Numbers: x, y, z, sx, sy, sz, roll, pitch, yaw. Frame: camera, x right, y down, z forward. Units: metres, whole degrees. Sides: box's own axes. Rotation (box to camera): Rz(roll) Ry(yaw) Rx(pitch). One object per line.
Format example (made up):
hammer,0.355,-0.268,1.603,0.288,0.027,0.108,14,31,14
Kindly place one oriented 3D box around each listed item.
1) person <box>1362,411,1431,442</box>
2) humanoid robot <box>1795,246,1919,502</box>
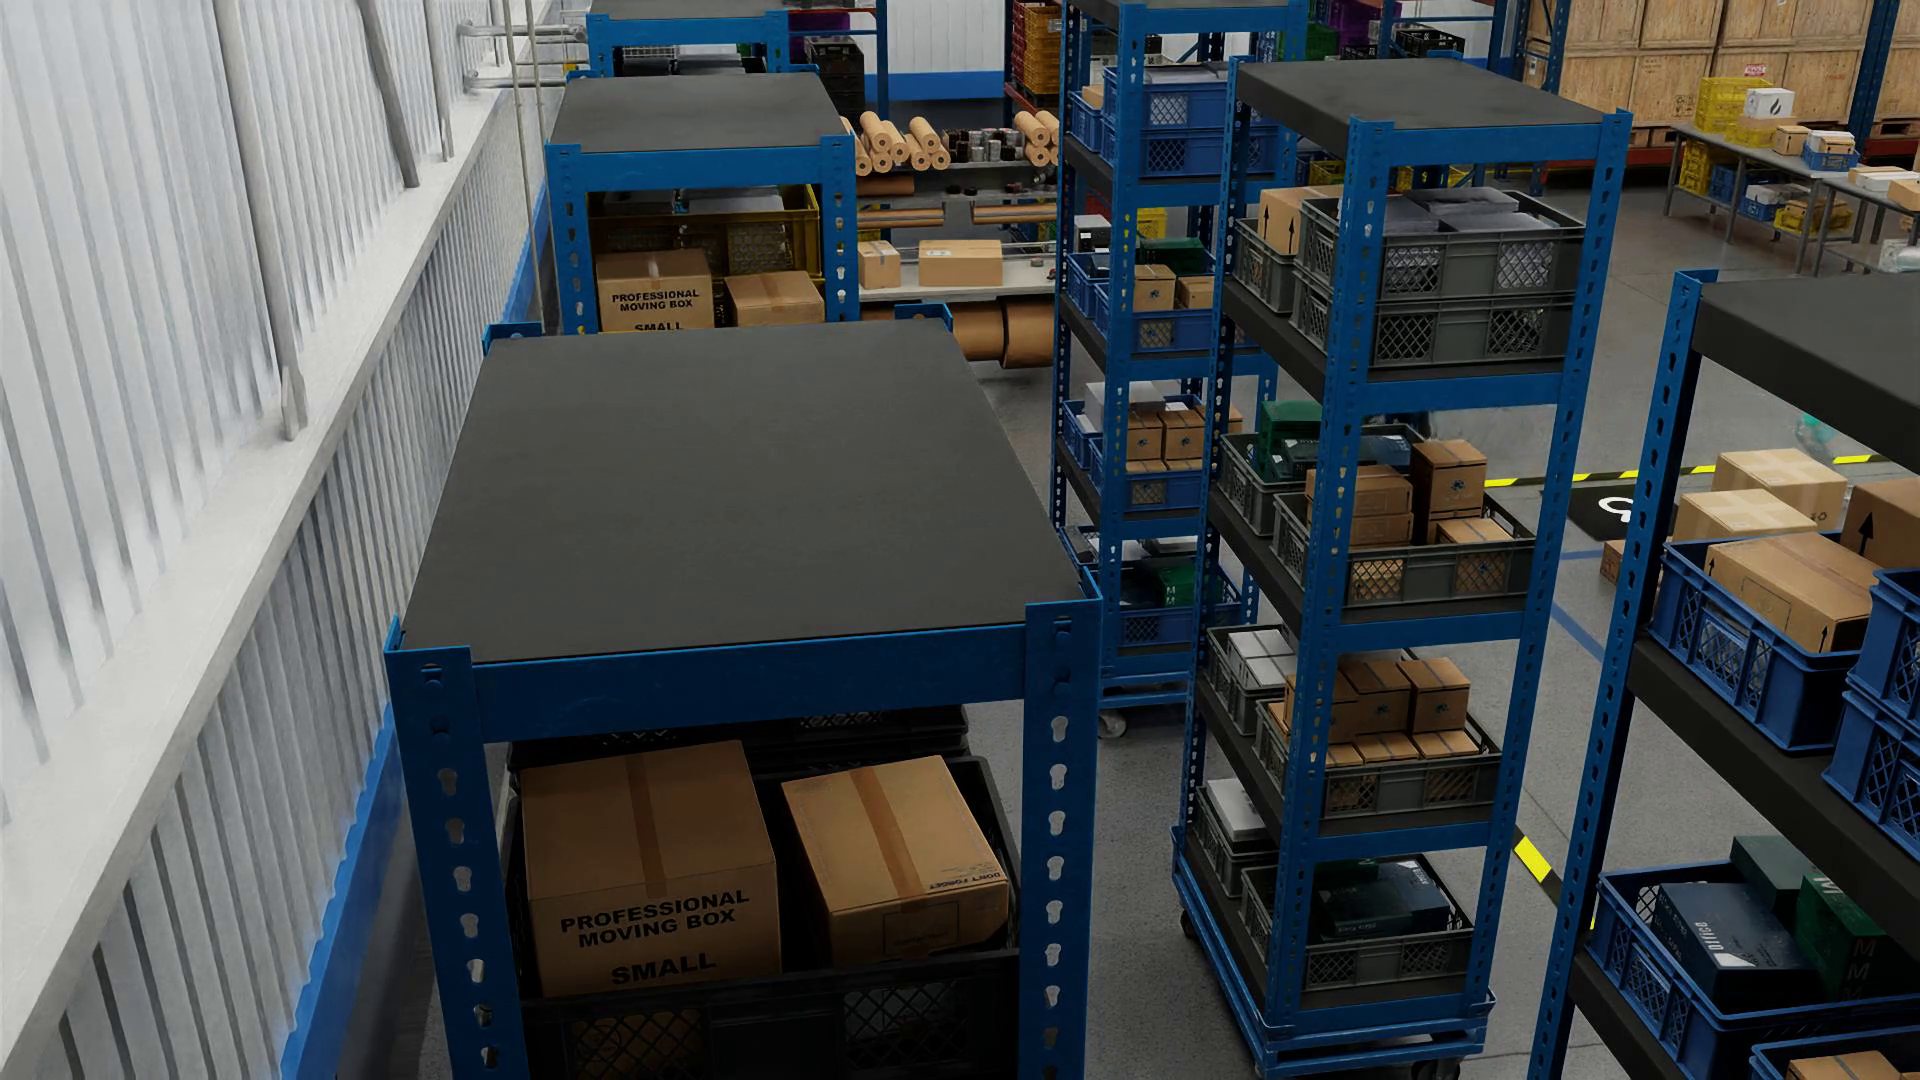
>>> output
person,2.954,-1.427,11.561,0.986,1.800,0.600,-2,25,-5
humanoid robot,5.774,-1.102,10.777,0.735,1.677,0.533,14,28,28
